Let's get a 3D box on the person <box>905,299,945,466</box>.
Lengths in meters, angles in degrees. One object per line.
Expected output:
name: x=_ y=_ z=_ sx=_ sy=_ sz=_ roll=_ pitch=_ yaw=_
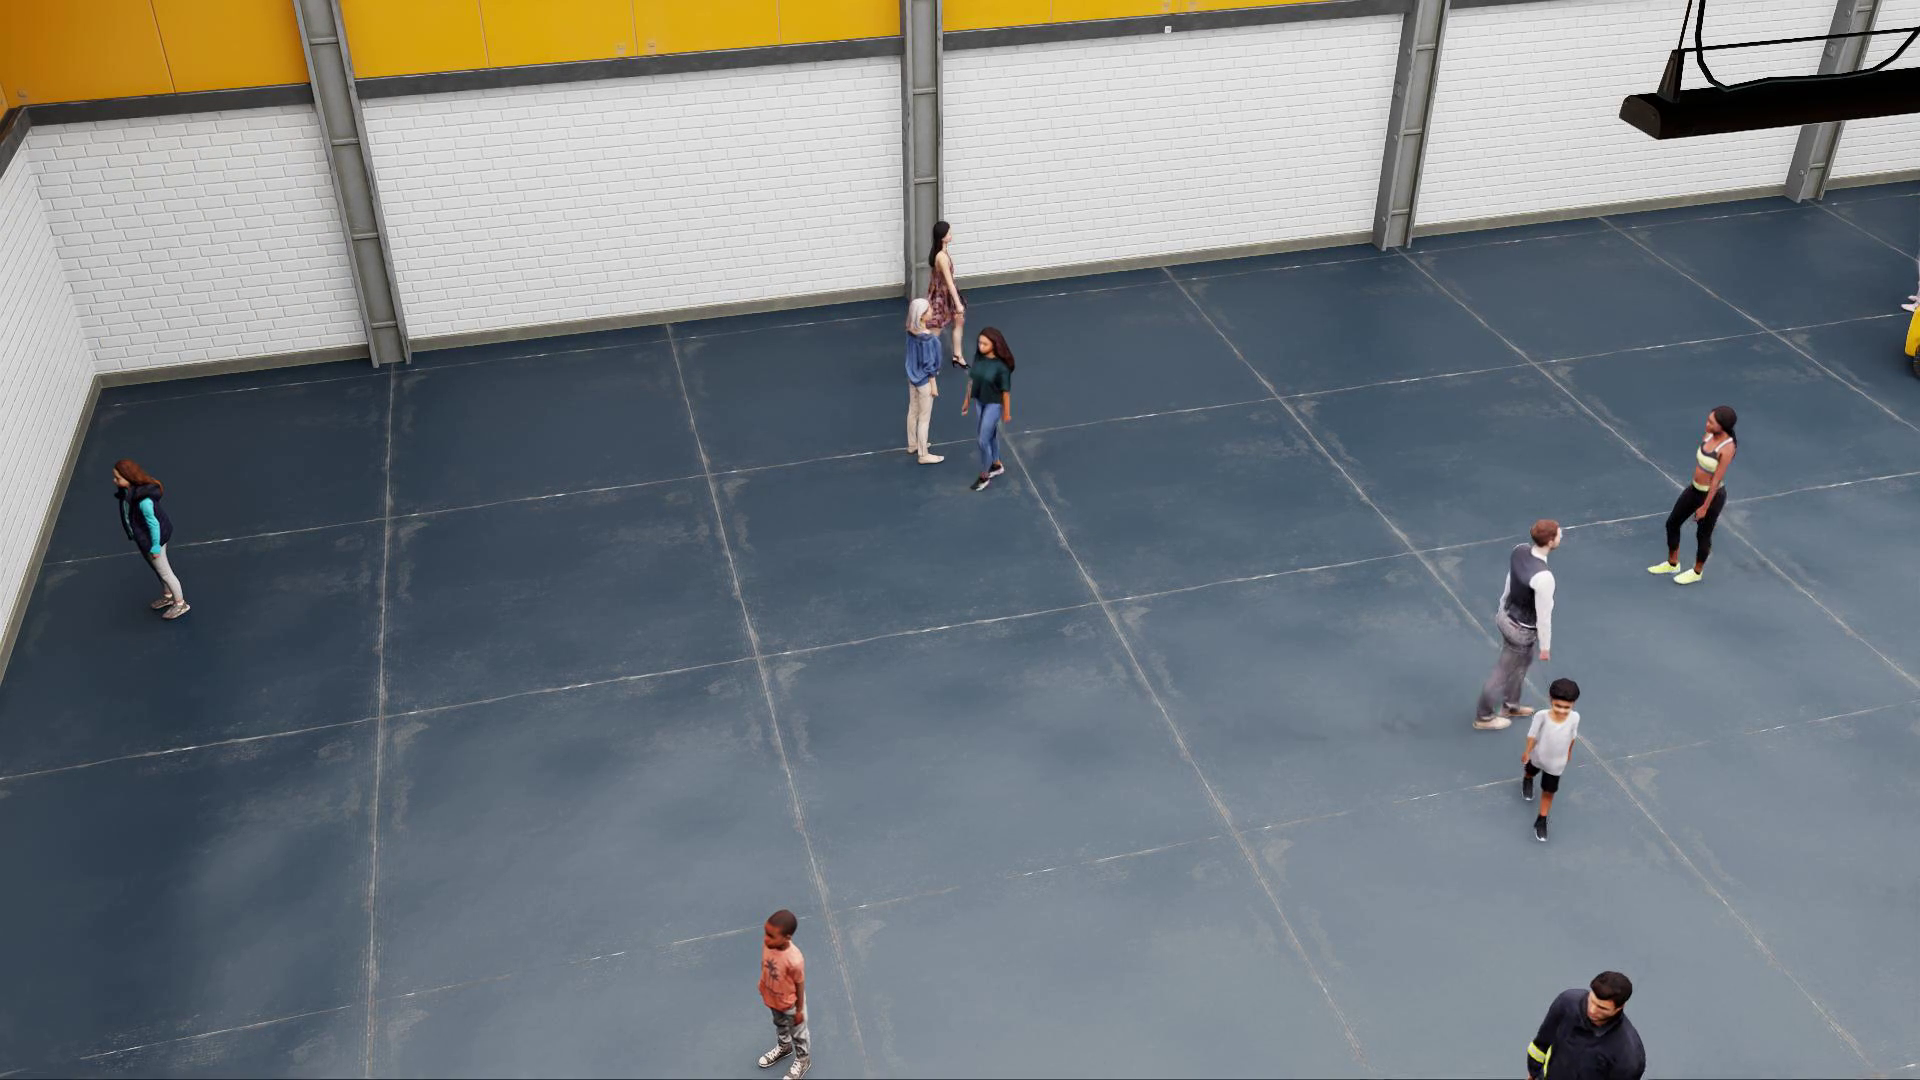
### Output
person: x=-0.374 y=-1.543 z=16.001 sx=0.623 sy=1.697 sz=0.652 roll=-15 pitch=37 yaw=-22

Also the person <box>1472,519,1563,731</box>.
person: x=4.114 y=0.654 z=12.489 sx=0.820 sy=1.926 sz=0.762 roll=-2 pitch=34 yaw=-3

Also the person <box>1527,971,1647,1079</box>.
person: x=3.389 y=2.969 z=9.023 sx=1.132 sy=1.907 sz=0.908 roll=-16 pitch=37 yaw=-23

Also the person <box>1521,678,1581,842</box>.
person: x=4.197 y=1.466 z=11.886 sx=0.886 sy=1.240 sz=0.814 roll=8 pitch=34 yaw=11

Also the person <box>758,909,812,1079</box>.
person: x=-1.041 y=2.706 z=9.958 sx=0.597 sy=1.310 sz=0.566 roll=-28 pitch=43 yaw=-35

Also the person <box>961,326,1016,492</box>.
person: x=0.338 y=-1.305 z=15.730 sx=0.861 sy=1.601 sz=0.758 roll=-25 pitch=41 yaw=-33

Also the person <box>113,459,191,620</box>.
person: x=-6.771 y=-0.025 z=13.896 sx=0.685 sy=1.499 sz=0.722 roll=28 pitch=43 yaw=36

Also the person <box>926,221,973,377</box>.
person: x=-0.271 y=-2.467 z=17.341 sx=0.828 sy=1.752 sz=0.692 roll=-4 pitch=34 yaw=-5

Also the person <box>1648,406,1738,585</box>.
person: x=6.445 y=-0.366 z=14.193 sx=0.672 sy=1.738 sz=0.601 roll=-6 pitch=34 yaw=-9
